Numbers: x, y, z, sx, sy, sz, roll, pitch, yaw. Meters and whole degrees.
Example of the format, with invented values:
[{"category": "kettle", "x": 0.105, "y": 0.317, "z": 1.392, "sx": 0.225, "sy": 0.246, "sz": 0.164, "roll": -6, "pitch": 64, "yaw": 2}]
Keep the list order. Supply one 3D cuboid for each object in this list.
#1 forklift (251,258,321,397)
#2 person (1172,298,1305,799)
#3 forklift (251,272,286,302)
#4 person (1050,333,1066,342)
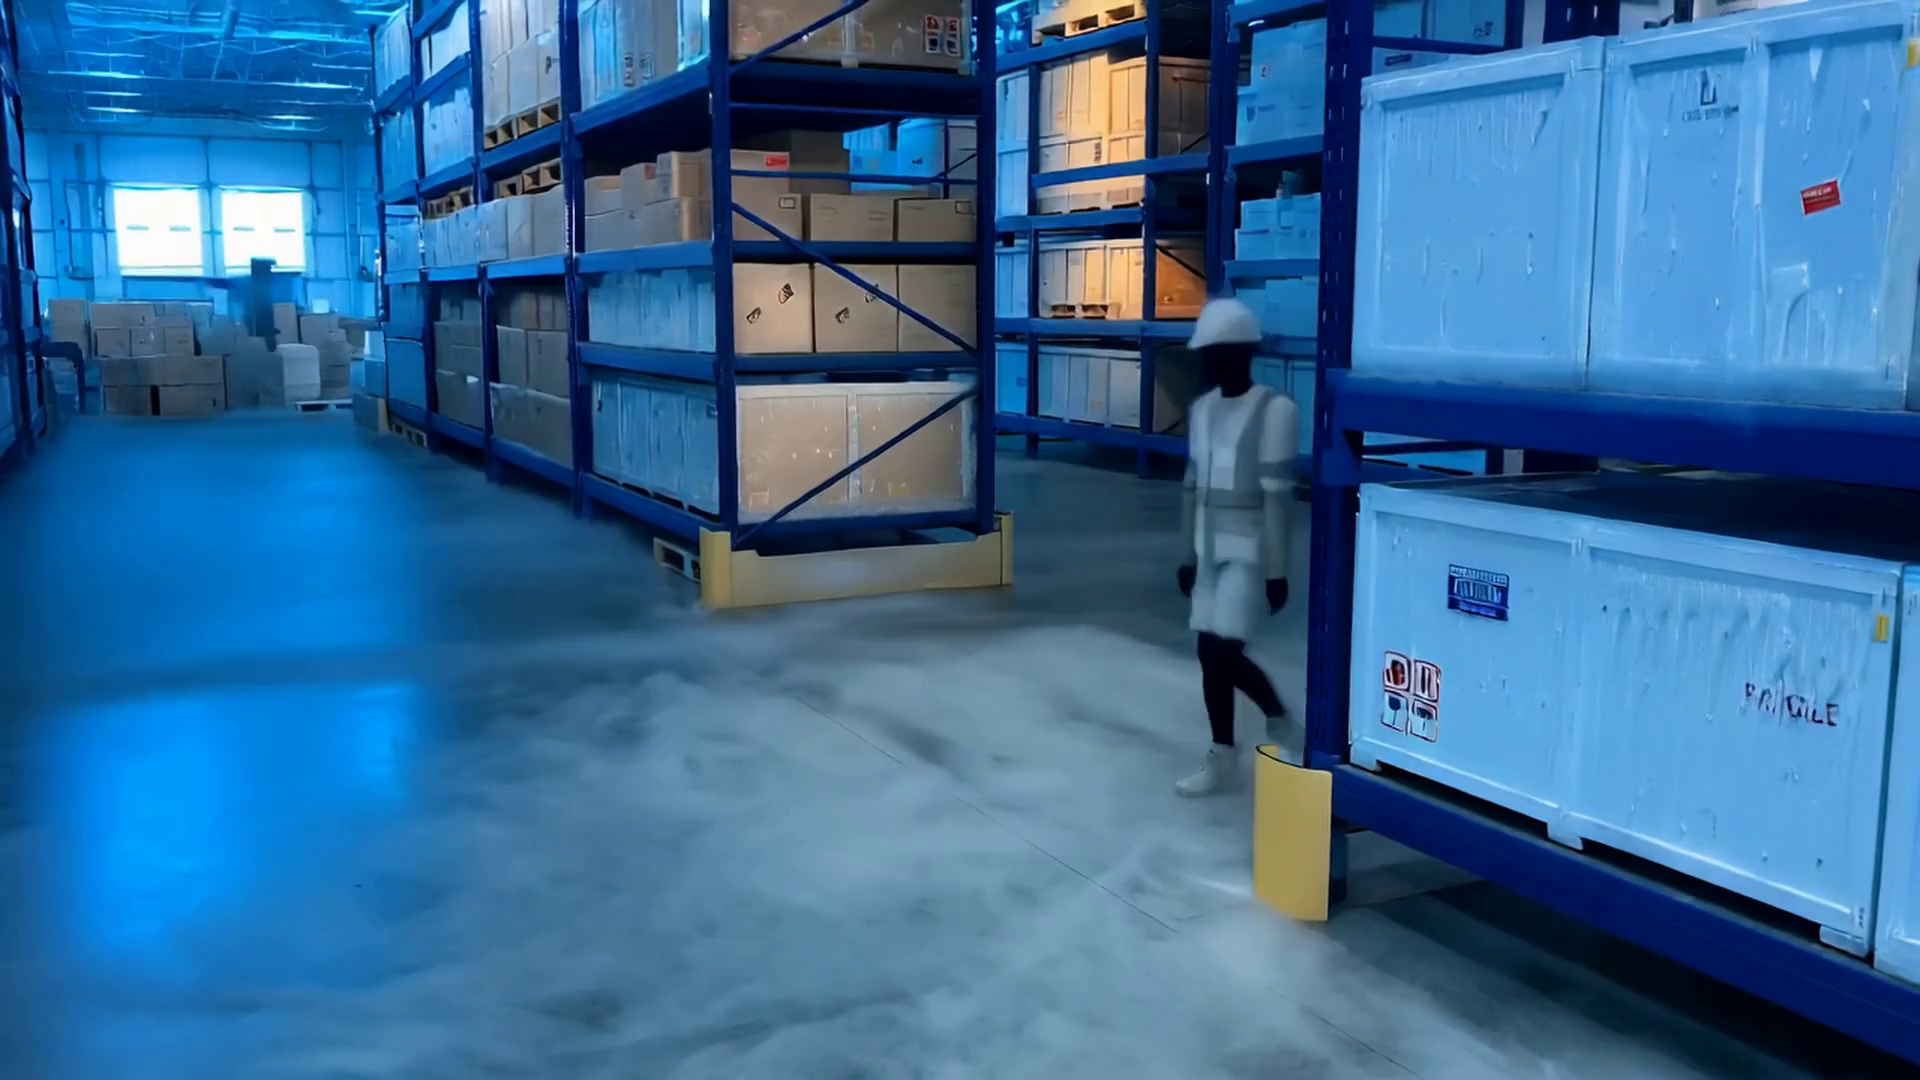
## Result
[{"category": "forklift", "x": -14.019, "y": -4.277, "z": 33.585, "sx": 1.873, "sy": 2.768, "sz": 1.129, "roll": -4, "pitch": 9, "yaw": -27}, {"category": "person", "x": 1.111, "y": 0.050, "z": 6.674, "sx": 0.490, "sy": 2.023, "sz": 0.628, "roll": -4, "pitch": 9, "yaw": -28}, {"category": "forklift", "x": -20.376, "y": -6.535, "z": 49.152, "sx": 1.873, "sy": 2.768, "sz": 1.129, "roll": 6, "pitch": 10, "yaw": 35}, {"category": "person", "x": 1.924, "y": -3.627, "z": 32.333, "sx": 0.364, "sy": 1.935, "sz": 0.553, "roll": 0, "pitch": 8, "yaw": -1}]
